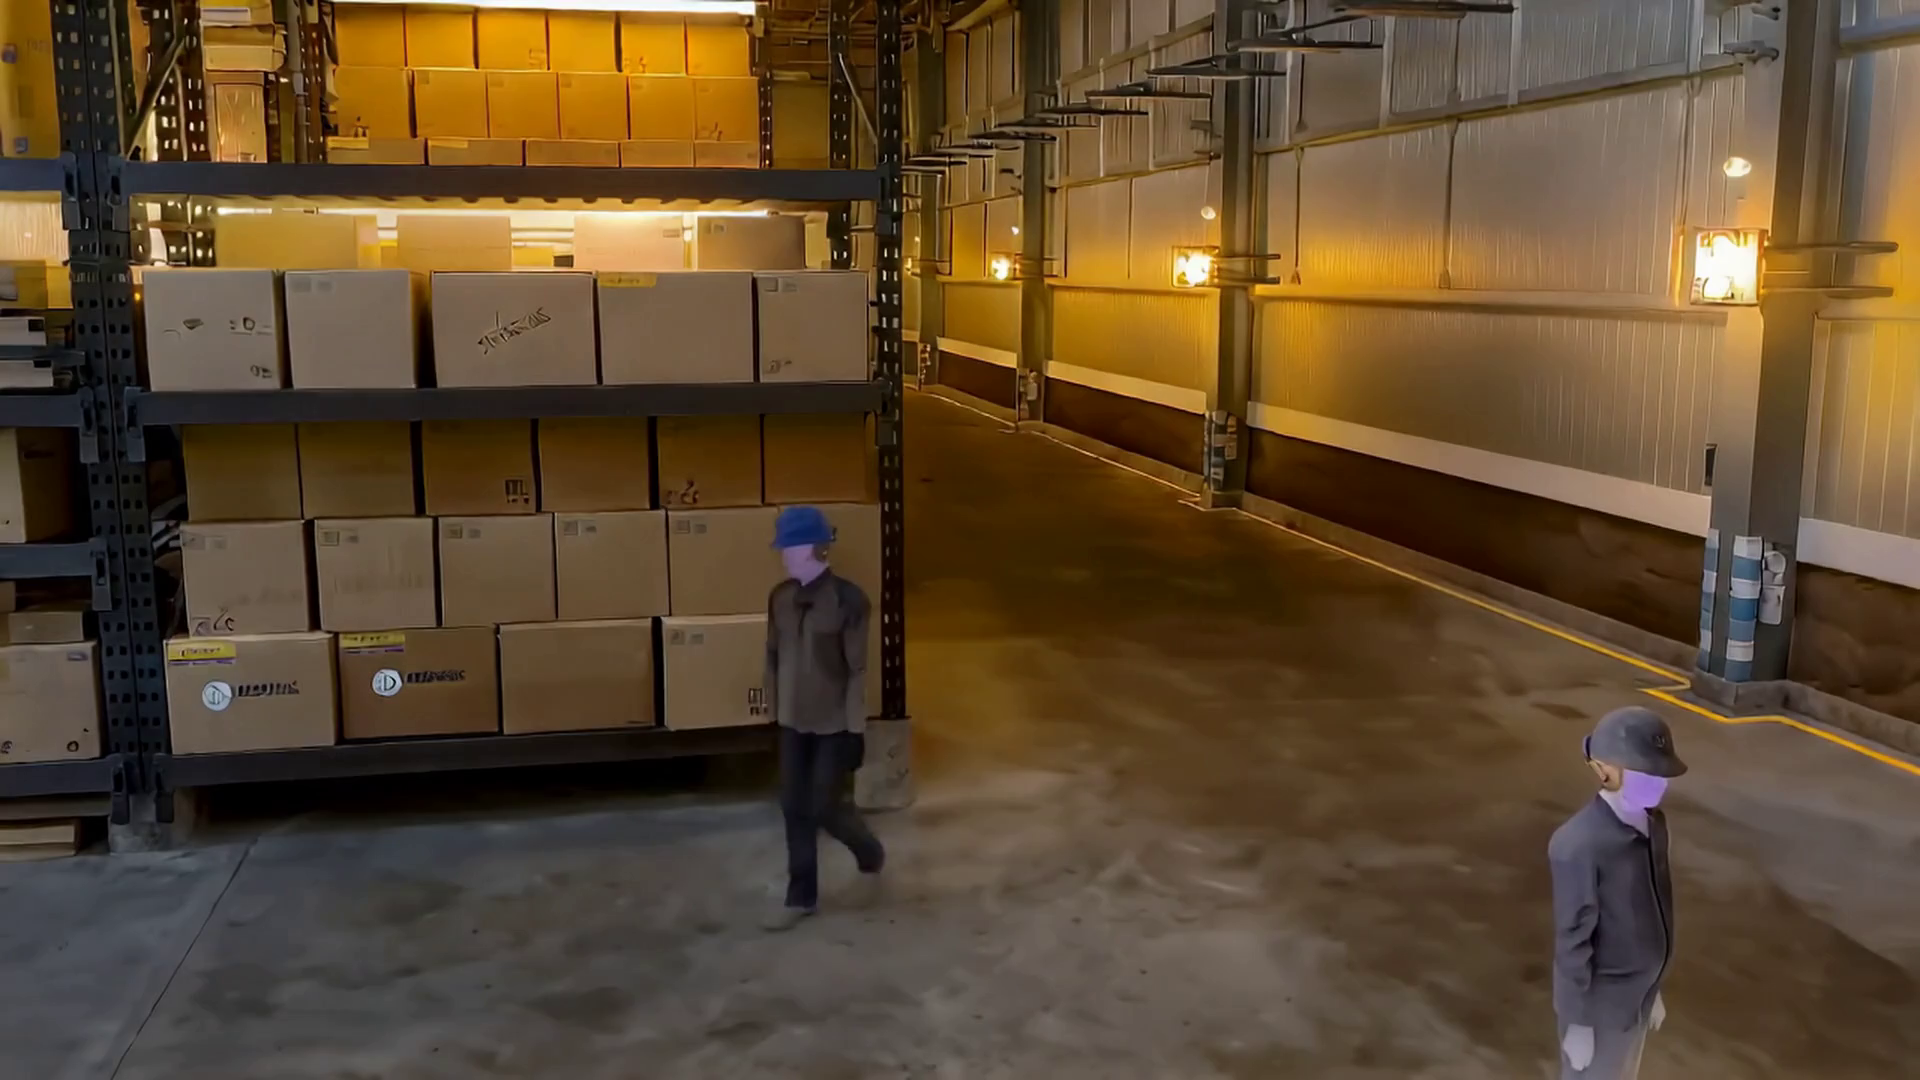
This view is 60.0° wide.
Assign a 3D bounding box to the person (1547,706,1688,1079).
[{"bbox_3d":[1.964,1.351,4.990,0.562,1.752,0.324,-9,13,-44],"label":"person"}]

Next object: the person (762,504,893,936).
[{"bbox_3d":[-0.643,0.809,7.589,0.642,1.981,0.575,8,12,40],"label":"person"}]
